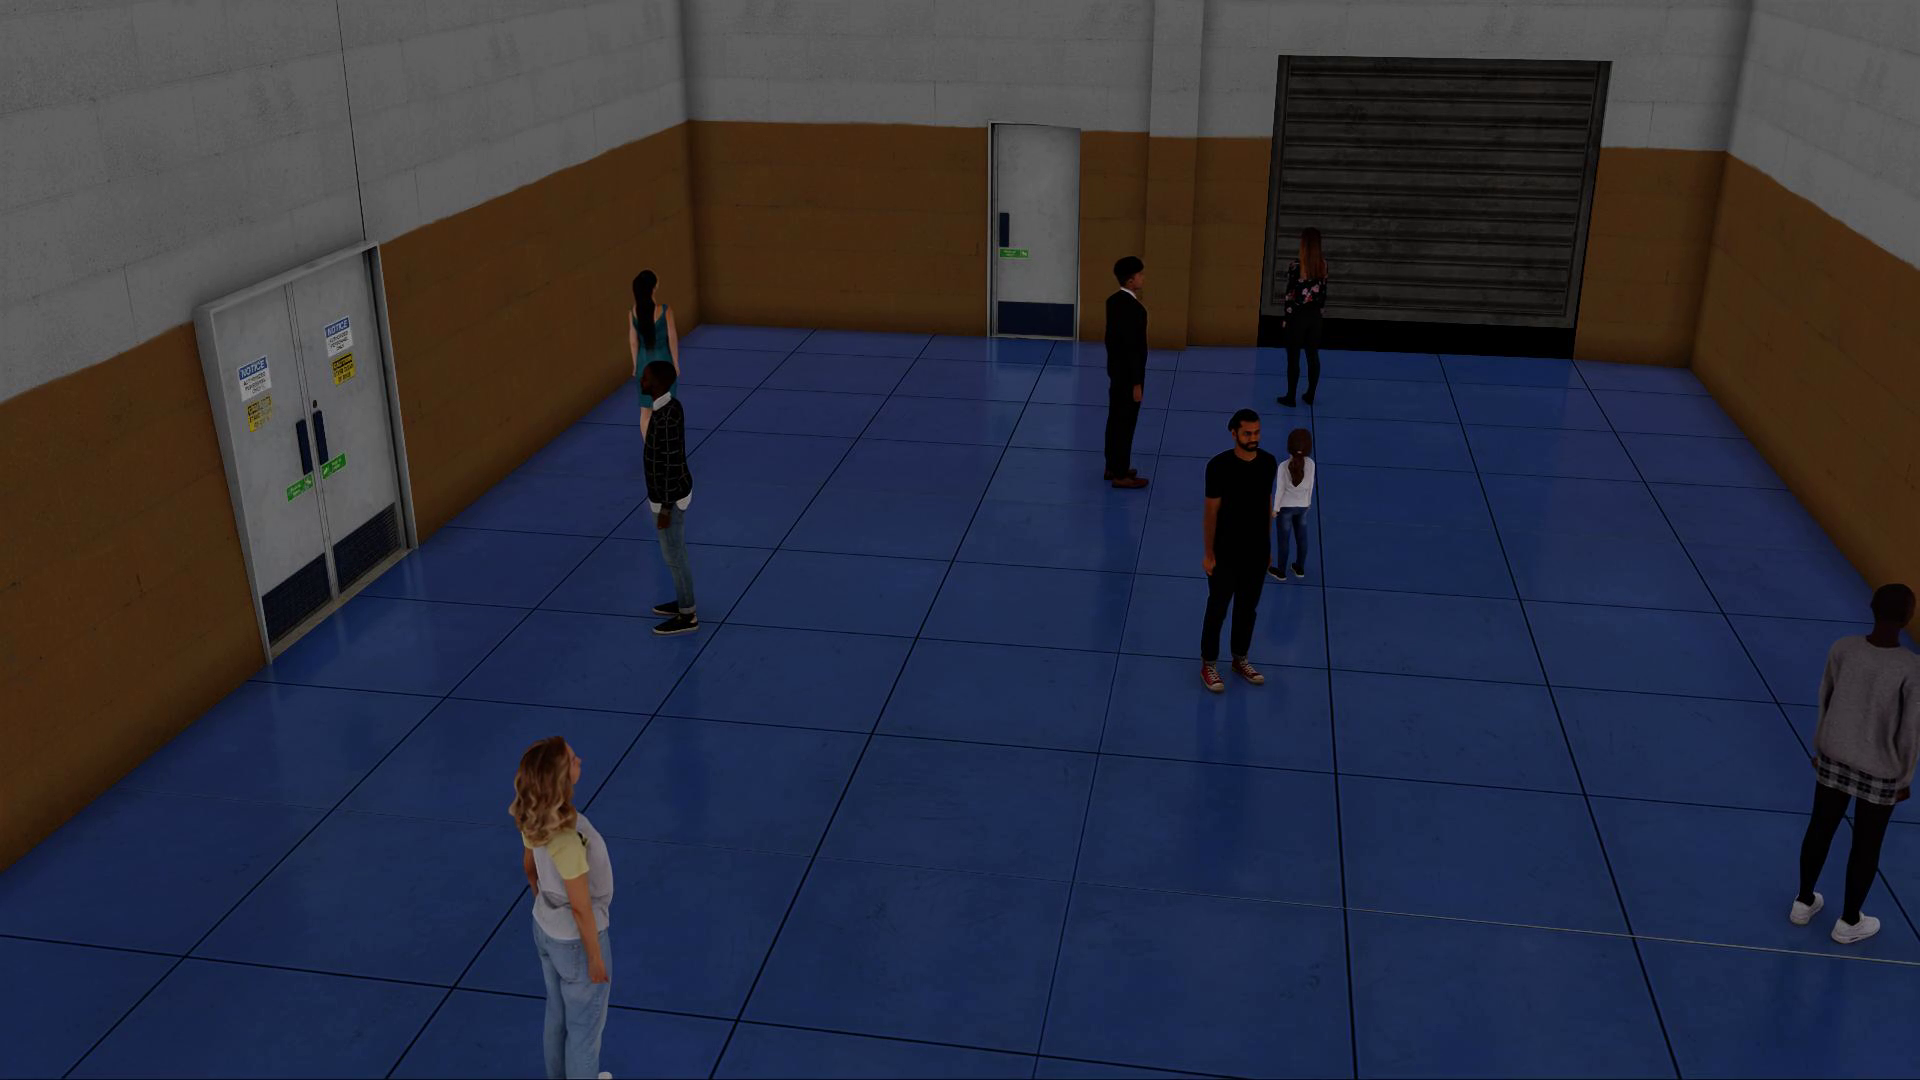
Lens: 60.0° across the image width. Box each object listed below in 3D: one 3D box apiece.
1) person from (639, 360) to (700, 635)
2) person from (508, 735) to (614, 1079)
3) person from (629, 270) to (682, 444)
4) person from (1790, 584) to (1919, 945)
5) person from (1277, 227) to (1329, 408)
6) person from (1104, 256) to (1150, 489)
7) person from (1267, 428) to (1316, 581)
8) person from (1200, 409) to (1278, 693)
[{"bbox_3d":[-1.882,-0.292,10.838,0.669,1.821,0.734,-3,22,-7],"label":"person"},{"bbox_3d":[-1.509,1.530,6.414,0.771,1.723,0.694,-17,28,-36],"label":"person"},{"bbox_3d":[-2.533,-1.413,13.810,0.441,1.685,0.624,2,22,5],"label":"person"},{"bbox_3d":[4.134,1.018,7.645,0.749,1.771,0.686,-15,26,-33],"label":"person"},{"bbox_3d":[3.203,-2.071,15.449,0.597,1.684,0.705,-8,23,-19],"label":"person"},{"bbox_3d":[1.321,-1.356,13.399,0.725,1.884,0.772,-6,23,-14],"label":"person"},{"bbox_3d":[2.351,-0.263,11.719,0.513,1.110,0.586,-7,23,-17],"label":"person"},{"bbox_3d":[1.685,0.048,10.077,0.681,1.756,0.784,-9,24,-22],"label":"person"}]
